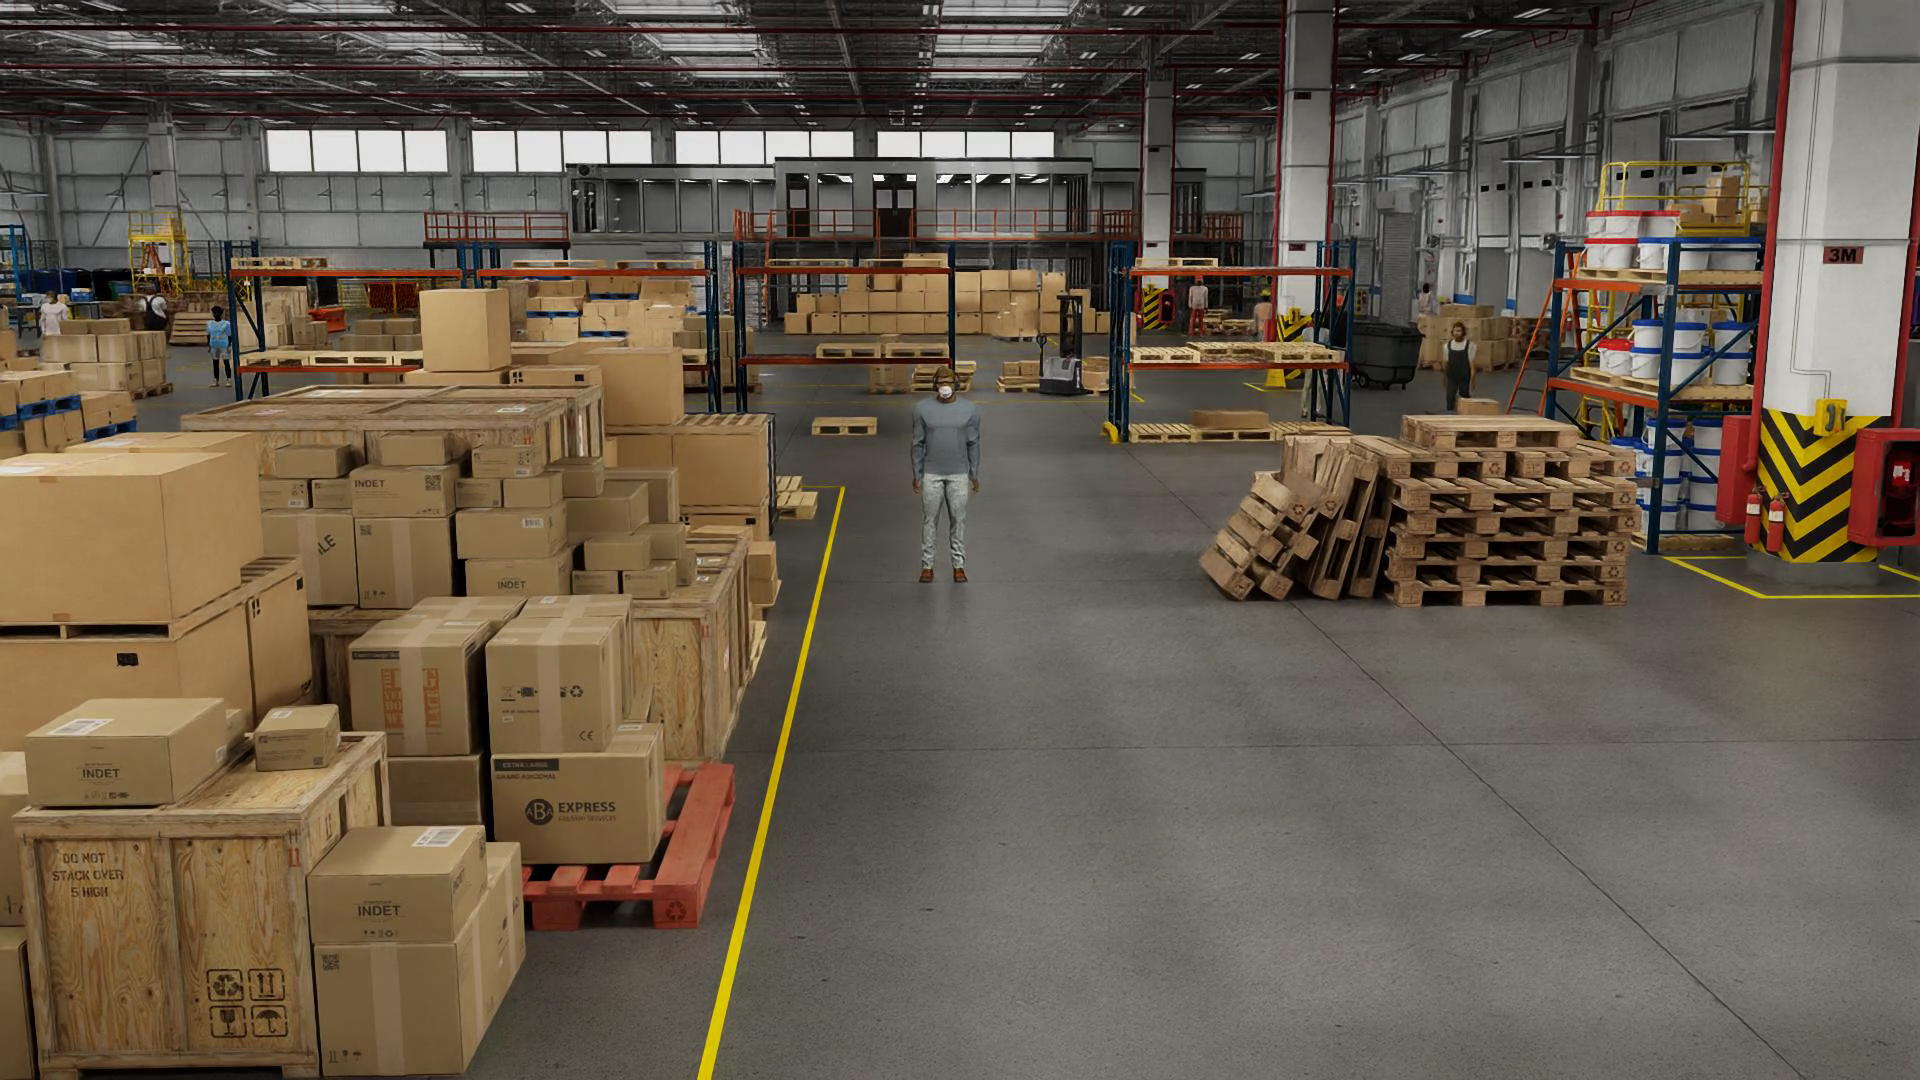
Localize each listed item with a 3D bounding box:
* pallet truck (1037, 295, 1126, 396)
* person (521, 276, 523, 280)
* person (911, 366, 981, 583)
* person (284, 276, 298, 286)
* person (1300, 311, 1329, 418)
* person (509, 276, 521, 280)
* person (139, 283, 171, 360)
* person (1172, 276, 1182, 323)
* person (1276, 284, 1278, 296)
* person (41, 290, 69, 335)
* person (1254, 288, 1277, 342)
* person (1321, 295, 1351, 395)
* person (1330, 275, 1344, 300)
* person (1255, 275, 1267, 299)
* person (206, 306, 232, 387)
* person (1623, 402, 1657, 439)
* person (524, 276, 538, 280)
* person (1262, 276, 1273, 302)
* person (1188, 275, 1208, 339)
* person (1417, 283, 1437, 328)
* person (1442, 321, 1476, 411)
[{"bbox_3d":[2.483,-3.881,33.060,1.885,1.965,0.823,-7,13,-36],"label":"pallet truck"},{"bbox_3d":[-21.573,-12.444,80.955,0.586,1.928,0.369,0,10,-1],"label":"person"},{"bbox_3d":[-0.127,-0.581,14.838,0.627,1.940,0.371,0,10,-1],"label":"person"},{"bbox_3d":[-28.486,-10.594,70.777,0.574,1.883,0.355,0,10,-1],"label":"person"},{"bbox_3d":[6.122,-3.029,28.665,0.520,1.873,0.328,0,10,-1],"label":"person"},{"bbox_3d":[-19.880,-11.244,74.278,0.543,1.928,0.373,0,10,-1],"label":"person"},{"bbox_3d":[-20.533,-5.568,42.340,0.688,2.000,0.945,2,10,12],"label":"person"},{"bbox_3d":[8.222,-9.056,62.617,0.522,1.737,0.831,-5,11,-27],"label":"person"},{"bbox_3d":[13.640,-10.436,69.868,0.613,1.905,0.994,0,10,0],"label":"person"},{"bbox_3d":[-20.636,-4.726,37.949,0.627,1.934,0.371,0,10,-1],"label":"person"},{"bbox_3d":[7.351,-5.093,40.038,0.613,1.911,0.595,7,12,34],"label":"person"},{"bbox_3d":[7.449,-3.857,32.960,0.611,1.985,0.393,0,10,-1],"label":"person"},{"bbox_3d":[14.522,-9.403,64.018,0.543,1.928,0.373,0,10,-1],"label":"person"},{"bbox_3d":[12.785,-10.469,70.217,0.621,1.838,0.429,0,10,-1],"label":"person"},{"bbox_3d":[-15.474,-4.036,34.761,0.532,1.697,0.320,0,10,-1],"label":"person"},{"bbox_3d":[8.521,-1.549,20.778,0.484,1.745,0.296,0,10,-1],"label":"person"},{"bbox_3d":[-15.815,-8.986,61.369,0.605,2.045,0.377,0,10,-1],"label":"person"},{"bbox_3d":[12.039,-9.431,64.815,0.532,1.697,0.320,0,10,-1],"label":"person"},{"bbox_3d":[7.458,-7.294,52.079,0.611,1.996,0.379,0,10,-1],"label":"person"},{"bbox_3d":[14.122,-6.862,50.230,0.907,1.813,0.630,-10,14,-44],"label":"person"},{"bbox_3d":[7.752,-2.493,25.835,0.524,1.822,0.755,4,11,22],"label":"person"}]
